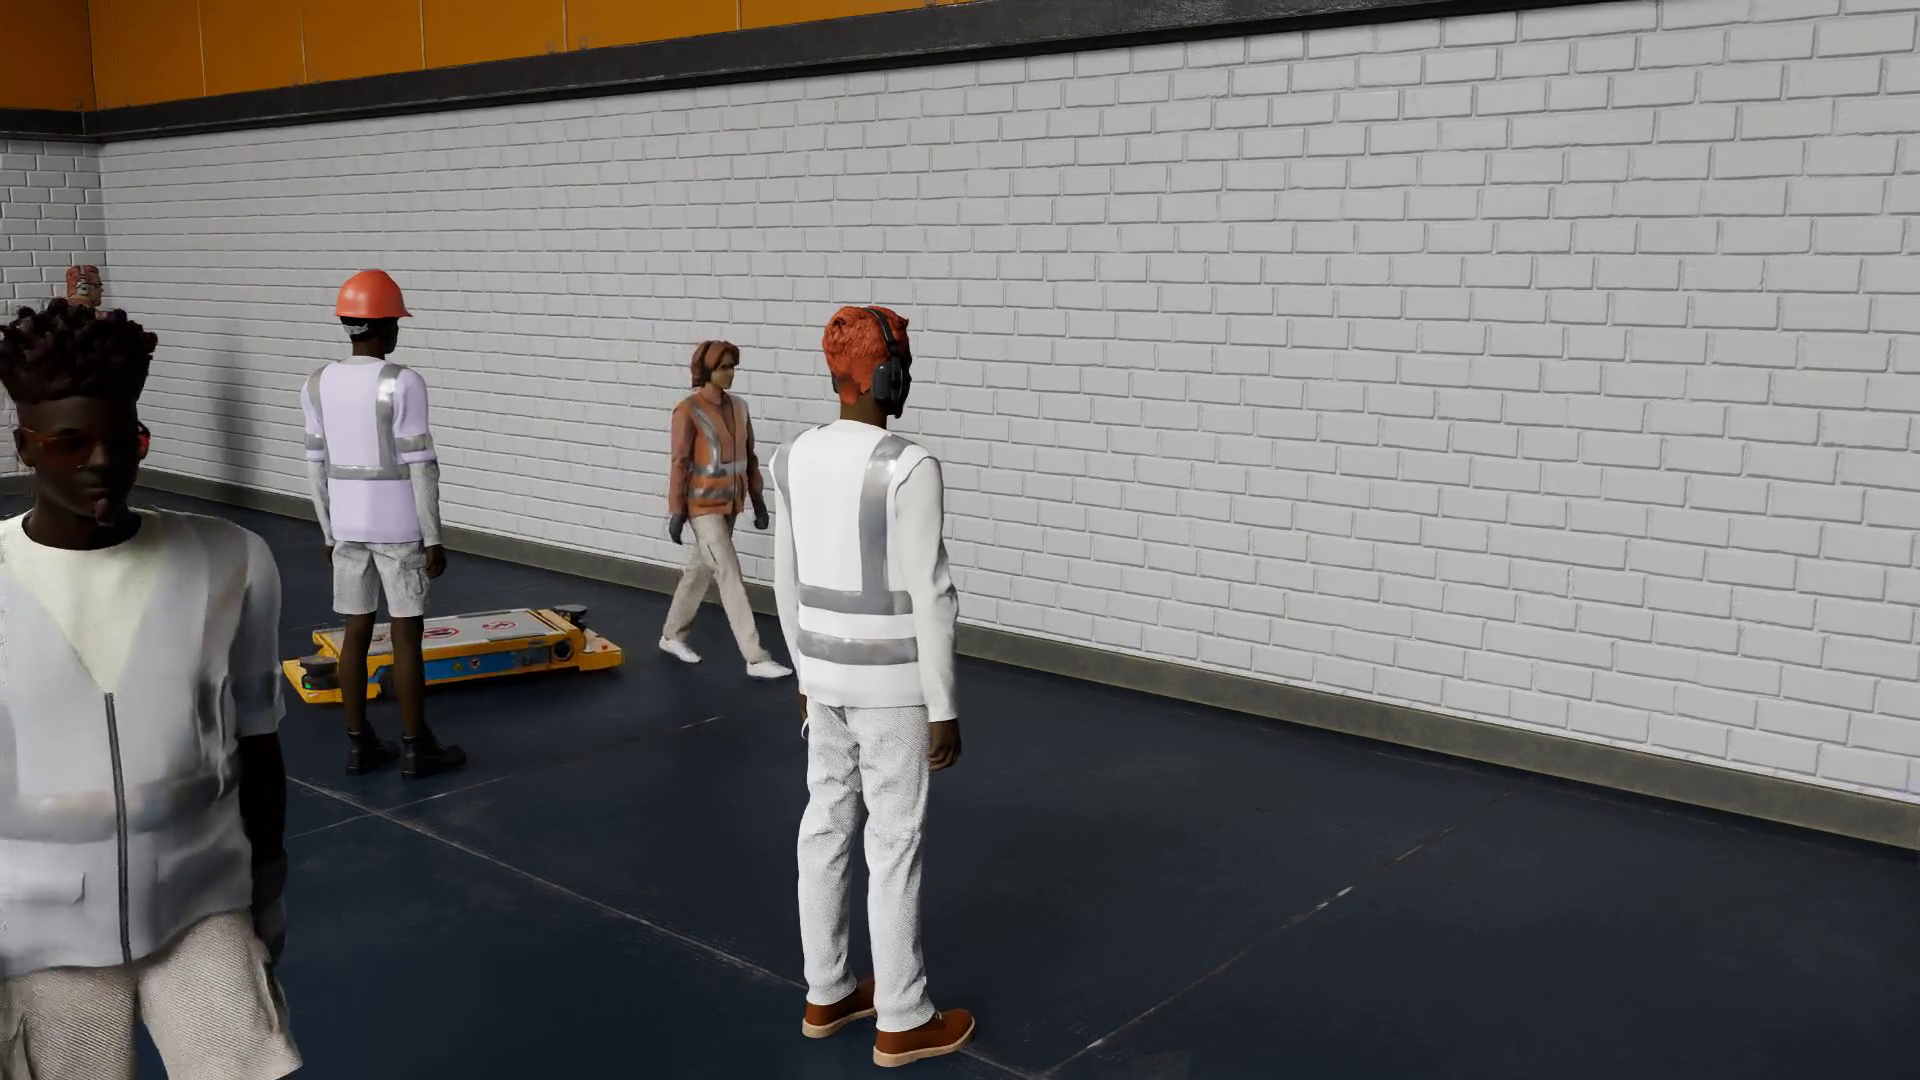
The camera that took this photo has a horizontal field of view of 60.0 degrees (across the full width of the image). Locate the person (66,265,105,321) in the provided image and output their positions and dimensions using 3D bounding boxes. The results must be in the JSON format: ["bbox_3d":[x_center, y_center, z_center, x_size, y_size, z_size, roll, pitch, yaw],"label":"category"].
[{"bbox_3d":[-6.197,-1.002,11.873,0.652,1.904,0.402,6,11,30],"label":"person"}]

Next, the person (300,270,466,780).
[{"bbox_3d":[-2.204,-0.049,6.352,0.542,1.939,0.368,3,11,18],"label":"person"}]

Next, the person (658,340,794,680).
[{"bbox_3d":[-1.160,-0.153,7.919,0.856,1.592,0.532,5,11,27],"label":"person"}]

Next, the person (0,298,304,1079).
[{"bbox_3d":[-1.346,0.602,2.635,0.614,1.948,0.487,-7,12,-34],"label":"person"}]

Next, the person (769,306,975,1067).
[{"bbox_3d":[-0.220,0.366,4.149,0.575,1.882,0.355,9,13,41],"label":"person"}]

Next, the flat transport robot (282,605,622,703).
[{"bbox_3d":[-2.392,0.520,7.855,1.431,0.197,0.652,-6,11,-30],"label":"flat transport robot"}]
